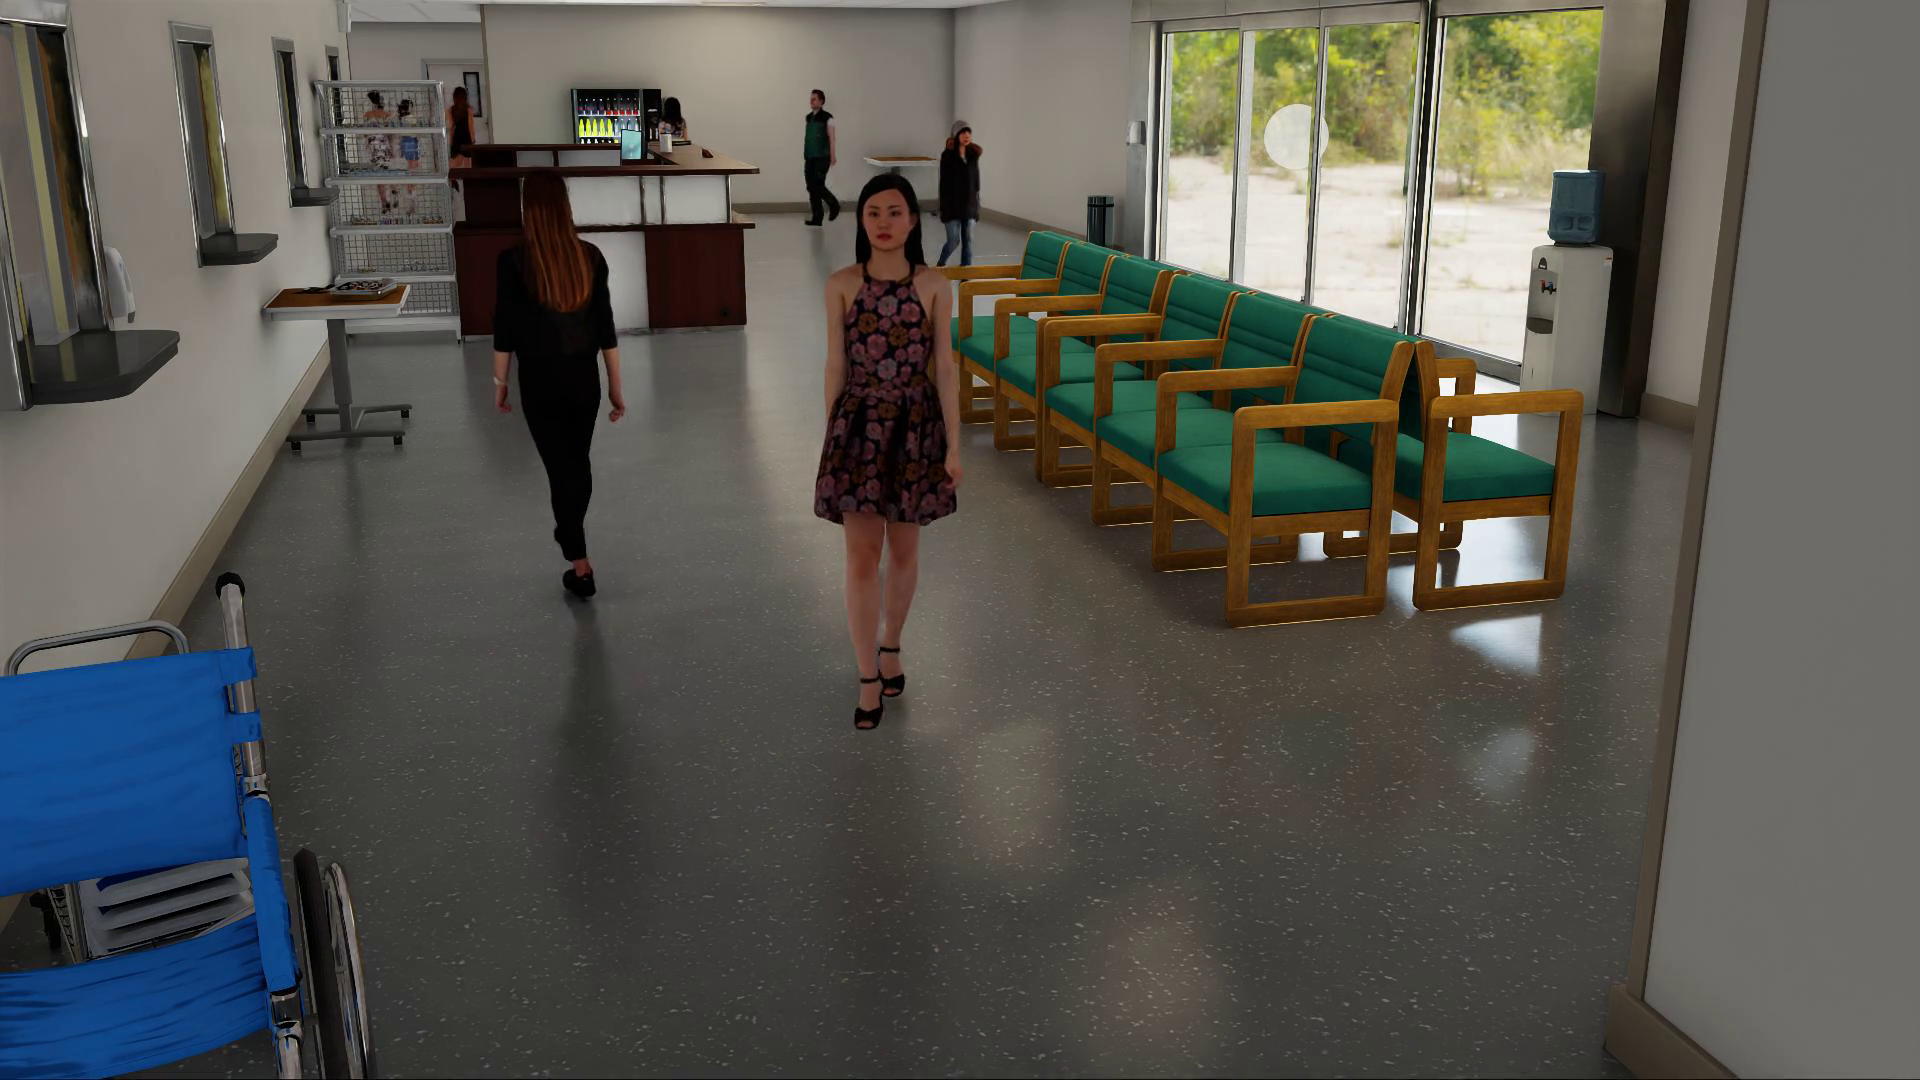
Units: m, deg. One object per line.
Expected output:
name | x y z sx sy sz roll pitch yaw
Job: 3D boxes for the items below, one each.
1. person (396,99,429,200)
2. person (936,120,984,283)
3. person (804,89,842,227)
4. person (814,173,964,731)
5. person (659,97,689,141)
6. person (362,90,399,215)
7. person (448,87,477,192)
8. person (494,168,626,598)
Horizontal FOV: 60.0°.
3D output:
person | -9.233 -6.516 27.772 0.781 1.617 0.829 11 19 35
person | -0.038 -3.185 15.939 0.842 1.625 0.814 -9 18 -28
person | -1.910 -5.250 22.883 0.846 1.832 0.936 15 21 42
person | -0.227 -0.297 5.462 0.824 1.752 0.786 -1 16 -4
person | -3.991 -5.296 23.229 0.591 1.733 0.728 -12 20 -36
person | -8.478 -5.673 24.422 0.859 1.813 0.808 14 21 40
person | -8.072 -6.374 26.914 1.093 1.808 0.834 0 16 1
person | -1.572 -0.597 6.643 0.976 1.688 0.845 -8 18 -27
